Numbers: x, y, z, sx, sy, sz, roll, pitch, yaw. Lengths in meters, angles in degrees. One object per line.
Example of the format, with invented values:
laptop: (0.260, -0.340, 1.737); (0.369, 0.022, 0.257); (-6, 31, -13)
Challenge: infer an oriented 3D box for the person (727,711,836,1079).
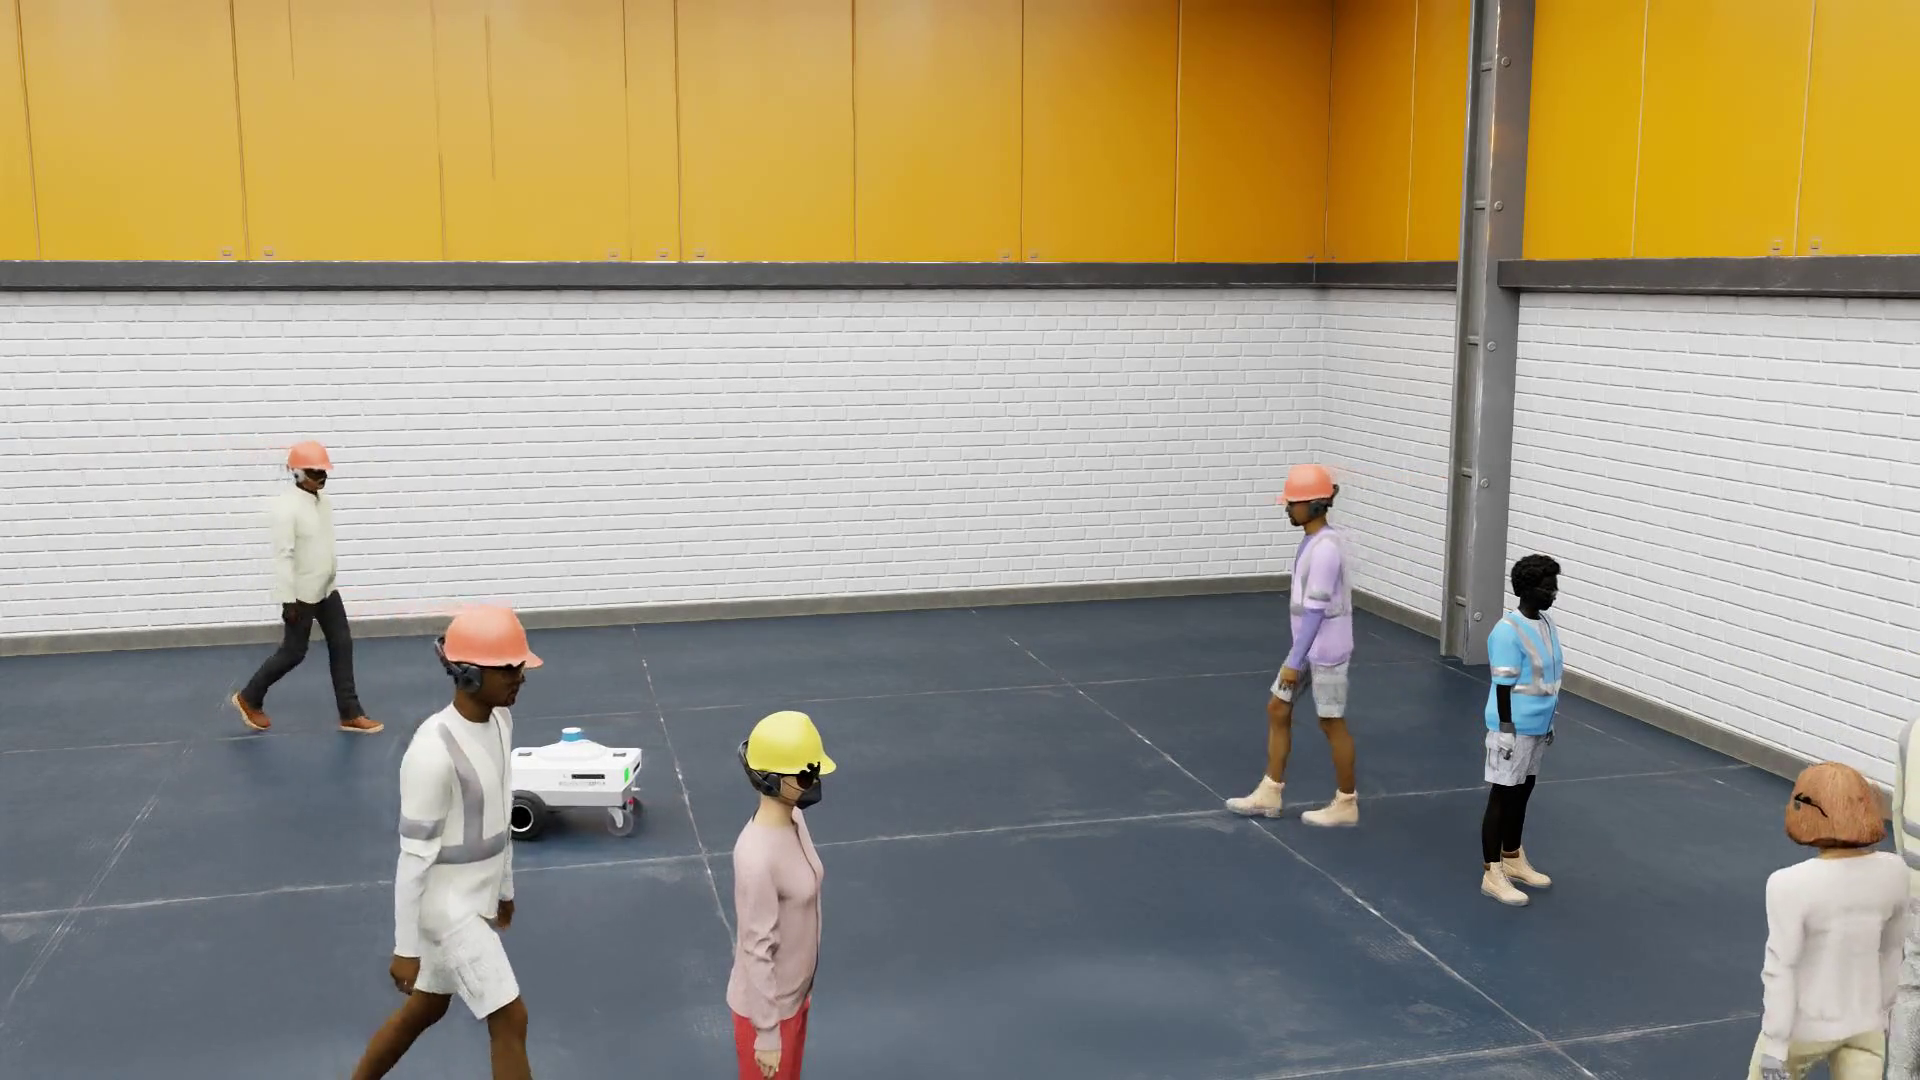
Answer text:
person: (-0.519, 1.367, 4.948); (0.326, 1.767, 0.533); (1, 9, 5)

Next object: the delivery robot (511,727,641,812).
delivery robot: (-2.104, 1.266, 9.053); (0.707, 0.478, 0.477); (0, 9, 1)

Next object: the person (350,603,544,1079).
person: (-1.719, 1.176, 5.507); (1.049, 1.985, 0.619); (0, 9, 1)

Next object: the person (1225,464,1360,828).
person: (1.810, 0.591, 9.024); (0.873, 2.008, 0.605); (0, 9, 0)

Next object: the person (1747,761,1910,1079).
person: (2.606, 1.448, 4.940); (0.505, 1.597, 0.809); (-2, 9, -13)

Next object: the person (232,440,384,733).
person: (-4.335, 0.318, 10.904); (0.929, 1.966, 0.632); (1, 9, 9)

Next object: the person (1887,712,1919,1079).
person: (3.476, 1.208, 5.734); (0.404, 1.829, 0.600); (-1, 9, -5)

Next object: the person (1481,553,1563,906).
person: (2.733, 0.900, 8.076); (0.319, 1.697, 0.532); (8, 12, 41)
